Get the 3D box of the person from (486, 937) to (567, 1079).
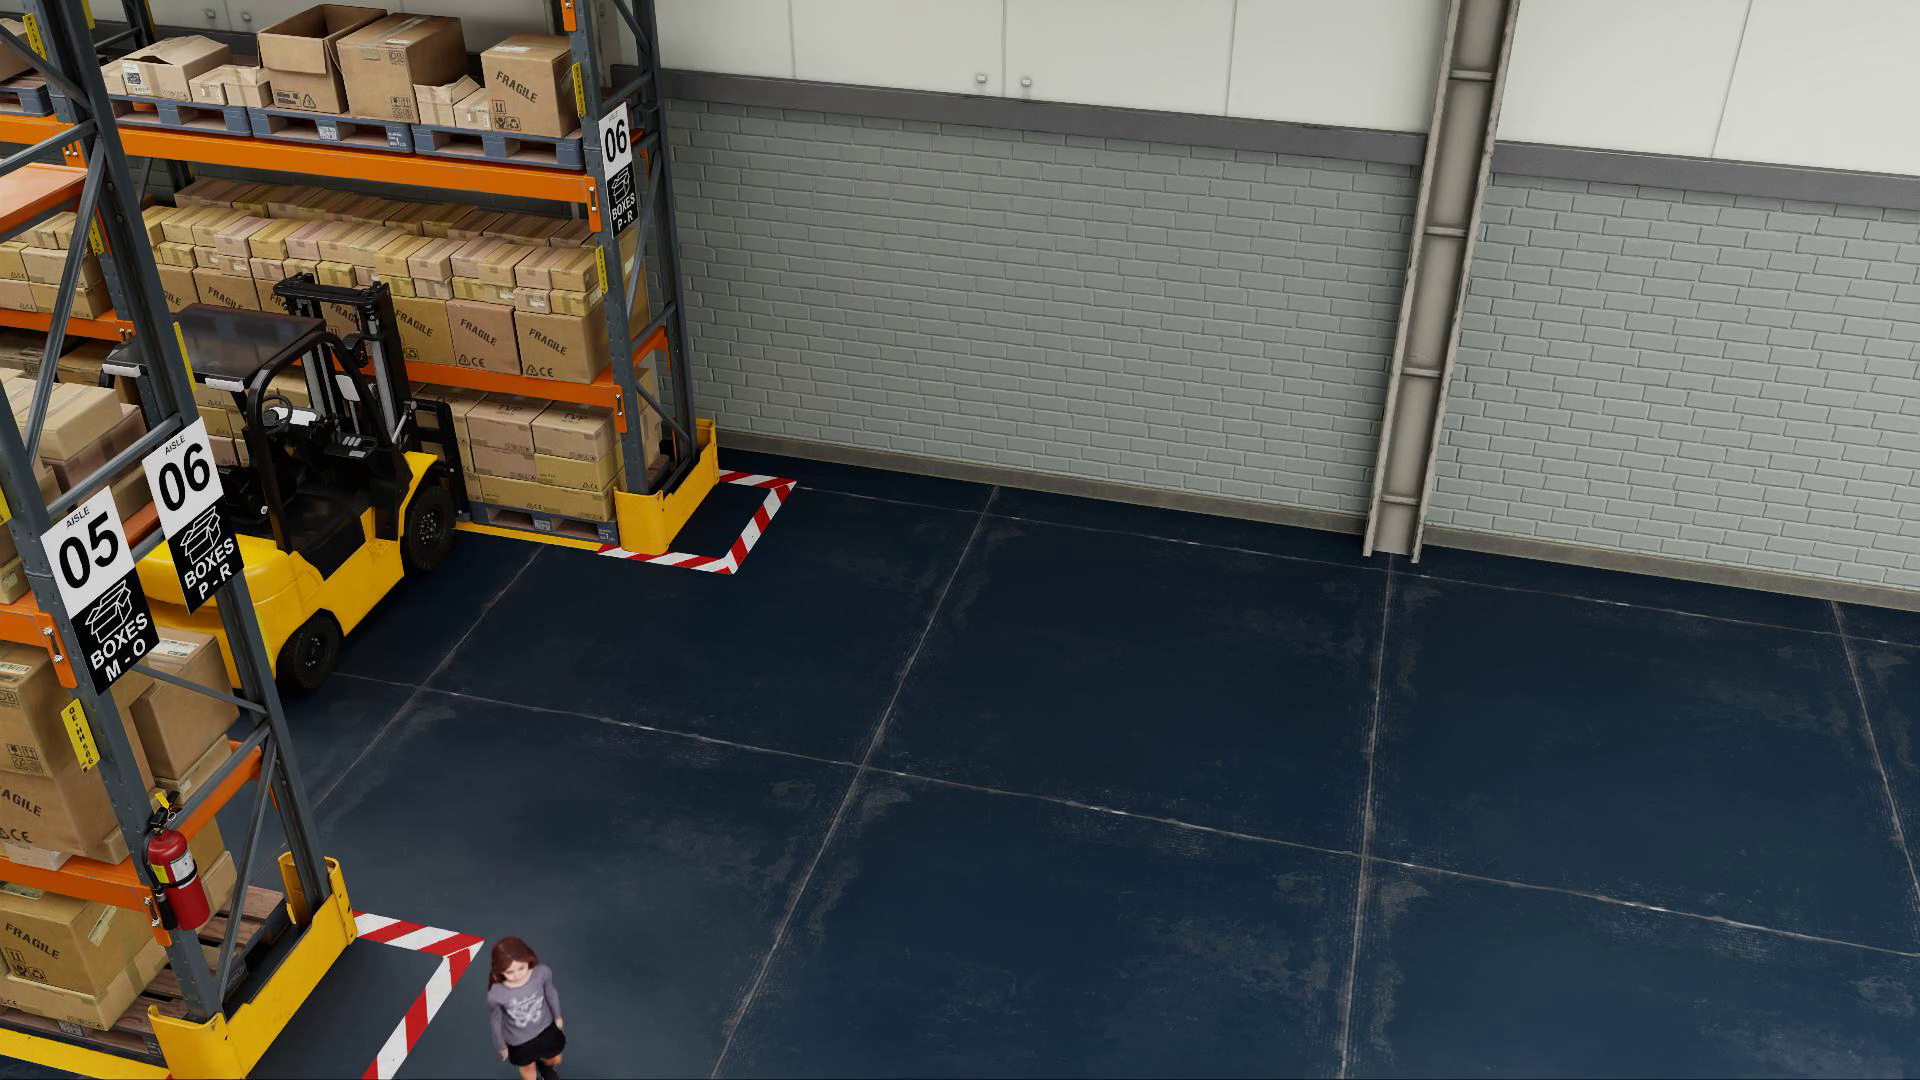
[{"bbox_3d":[-2.043,2.229,7.803,0.582,1.099,0.639,-19,38,-27],"label":"person"}]
